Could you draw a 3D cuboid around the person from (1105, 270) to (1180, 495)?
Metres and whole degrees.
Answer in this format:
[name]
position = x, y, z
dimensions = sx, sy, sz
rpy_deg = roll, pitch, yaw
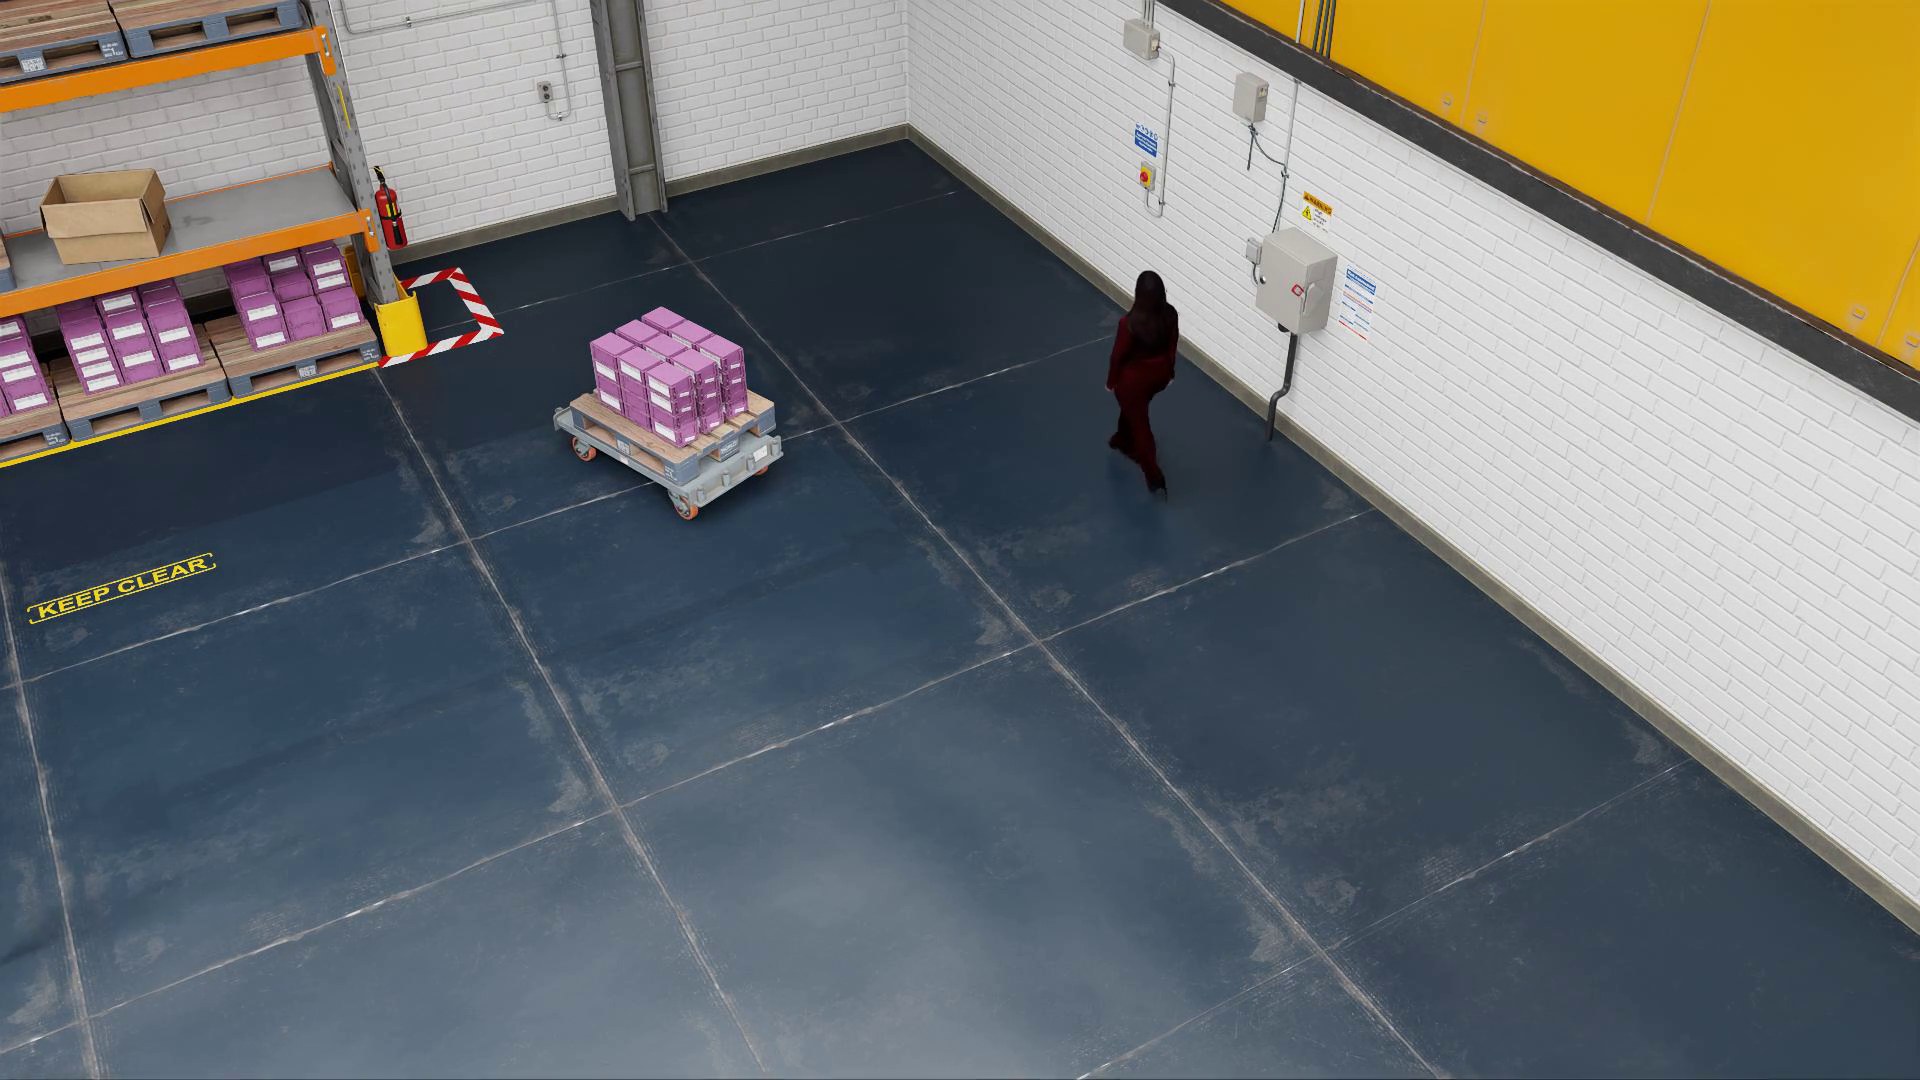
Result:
[person]
position = 1.377, -1.109, 12.091
dimensions = 0.998, 1.720, 0.752
rpy_deg = -21, 43, -25
